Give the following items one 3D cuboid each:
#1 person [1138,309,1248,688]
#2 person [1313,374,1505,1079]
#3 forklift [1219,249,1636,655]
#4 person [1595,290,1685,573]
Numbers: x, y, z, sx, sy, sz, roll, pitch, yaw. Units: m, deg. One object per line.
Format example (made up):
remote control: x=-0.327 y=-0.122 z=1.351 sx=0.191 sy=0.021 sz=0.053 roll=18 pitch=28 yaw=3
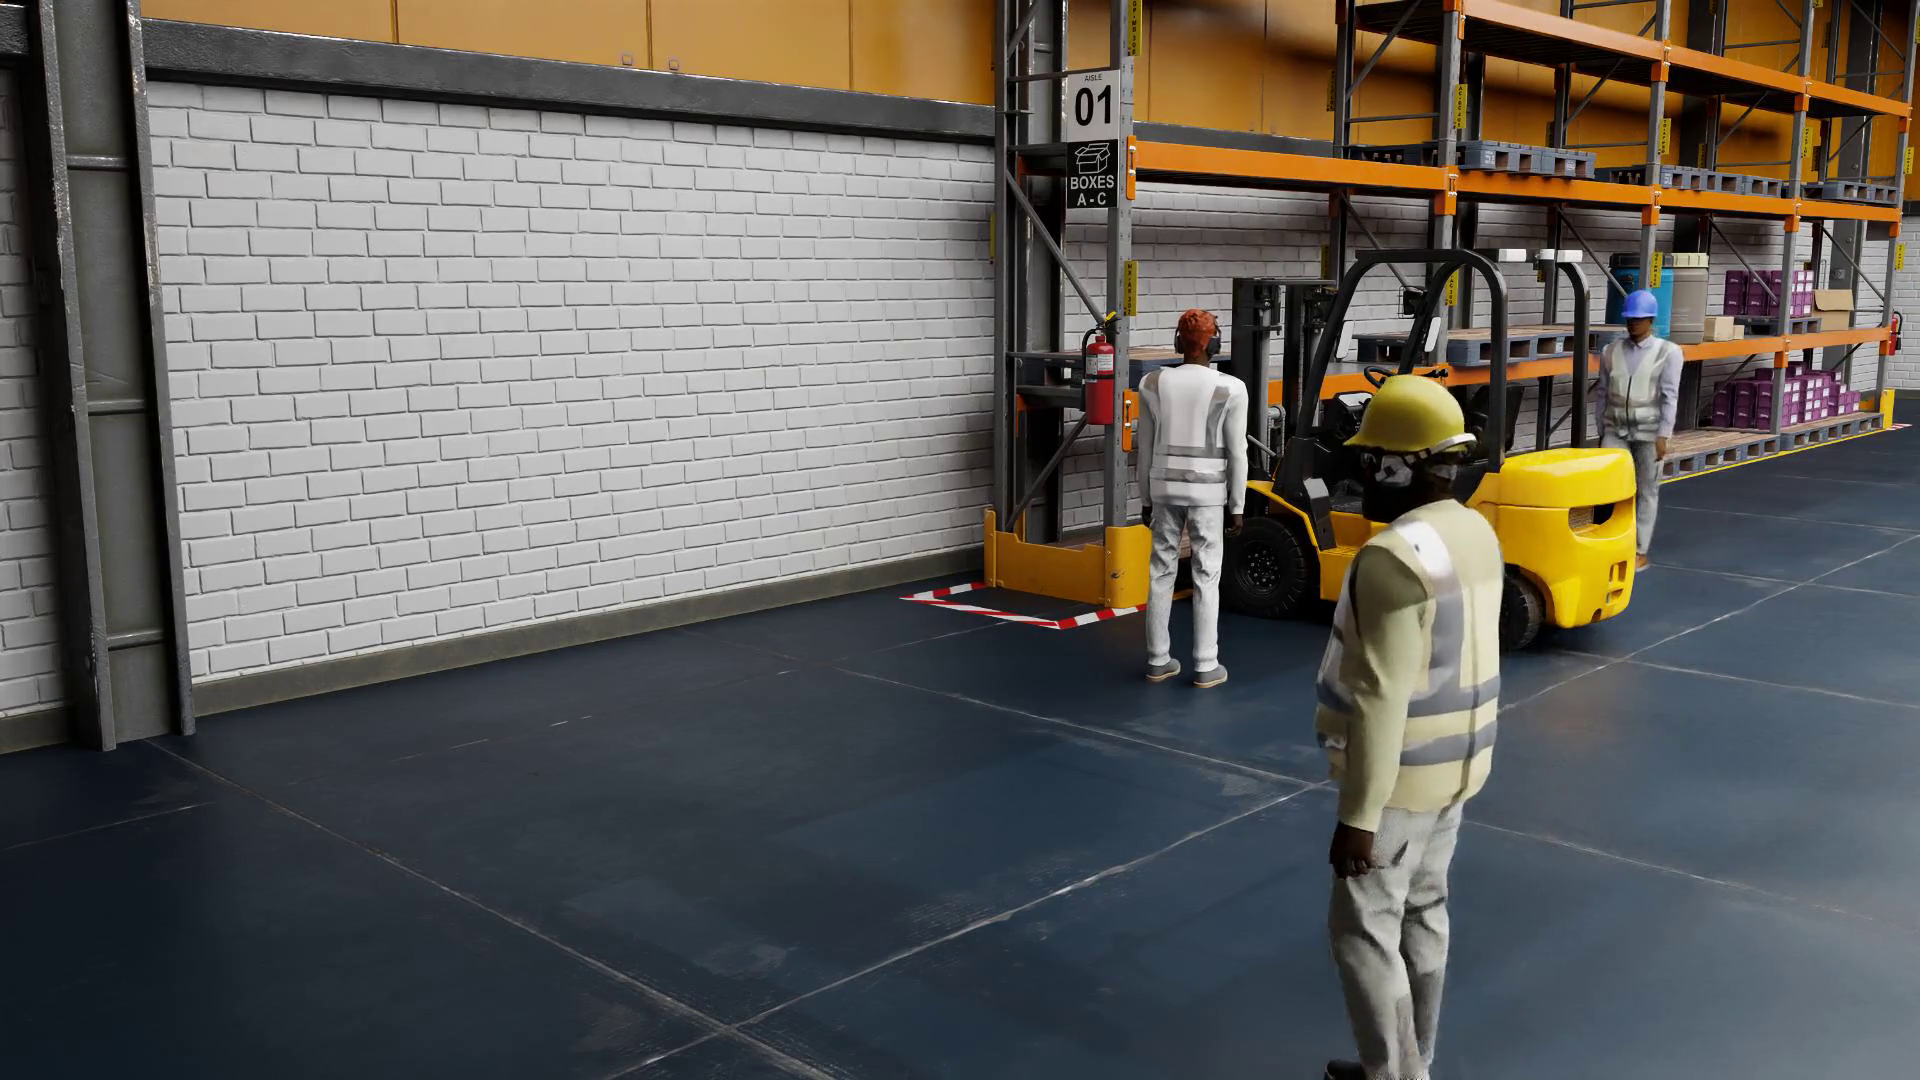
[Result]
person: x=1.148 y=-0.201 z=8.269 sx=0.567 sy=1.879 sz=0.352 roll=4 pitch=10 yaw=25
person: x=1.037 y=0.531 z=3.903 sx=0.404 sy=1.831 sz=0.622 roll=7 pitch=11 yaw=36
forklift: x=2.710 y=-0.584 z=9.626 sx=2.313 sy=2.155 sz=1.214 roll=9 pitch=13 yaw=43
person: x=4.503 y=-0.707 z=11.218 sx=0.612 sy=1.922 sz=0.706 roll=9 pitch=13 yaw=43
